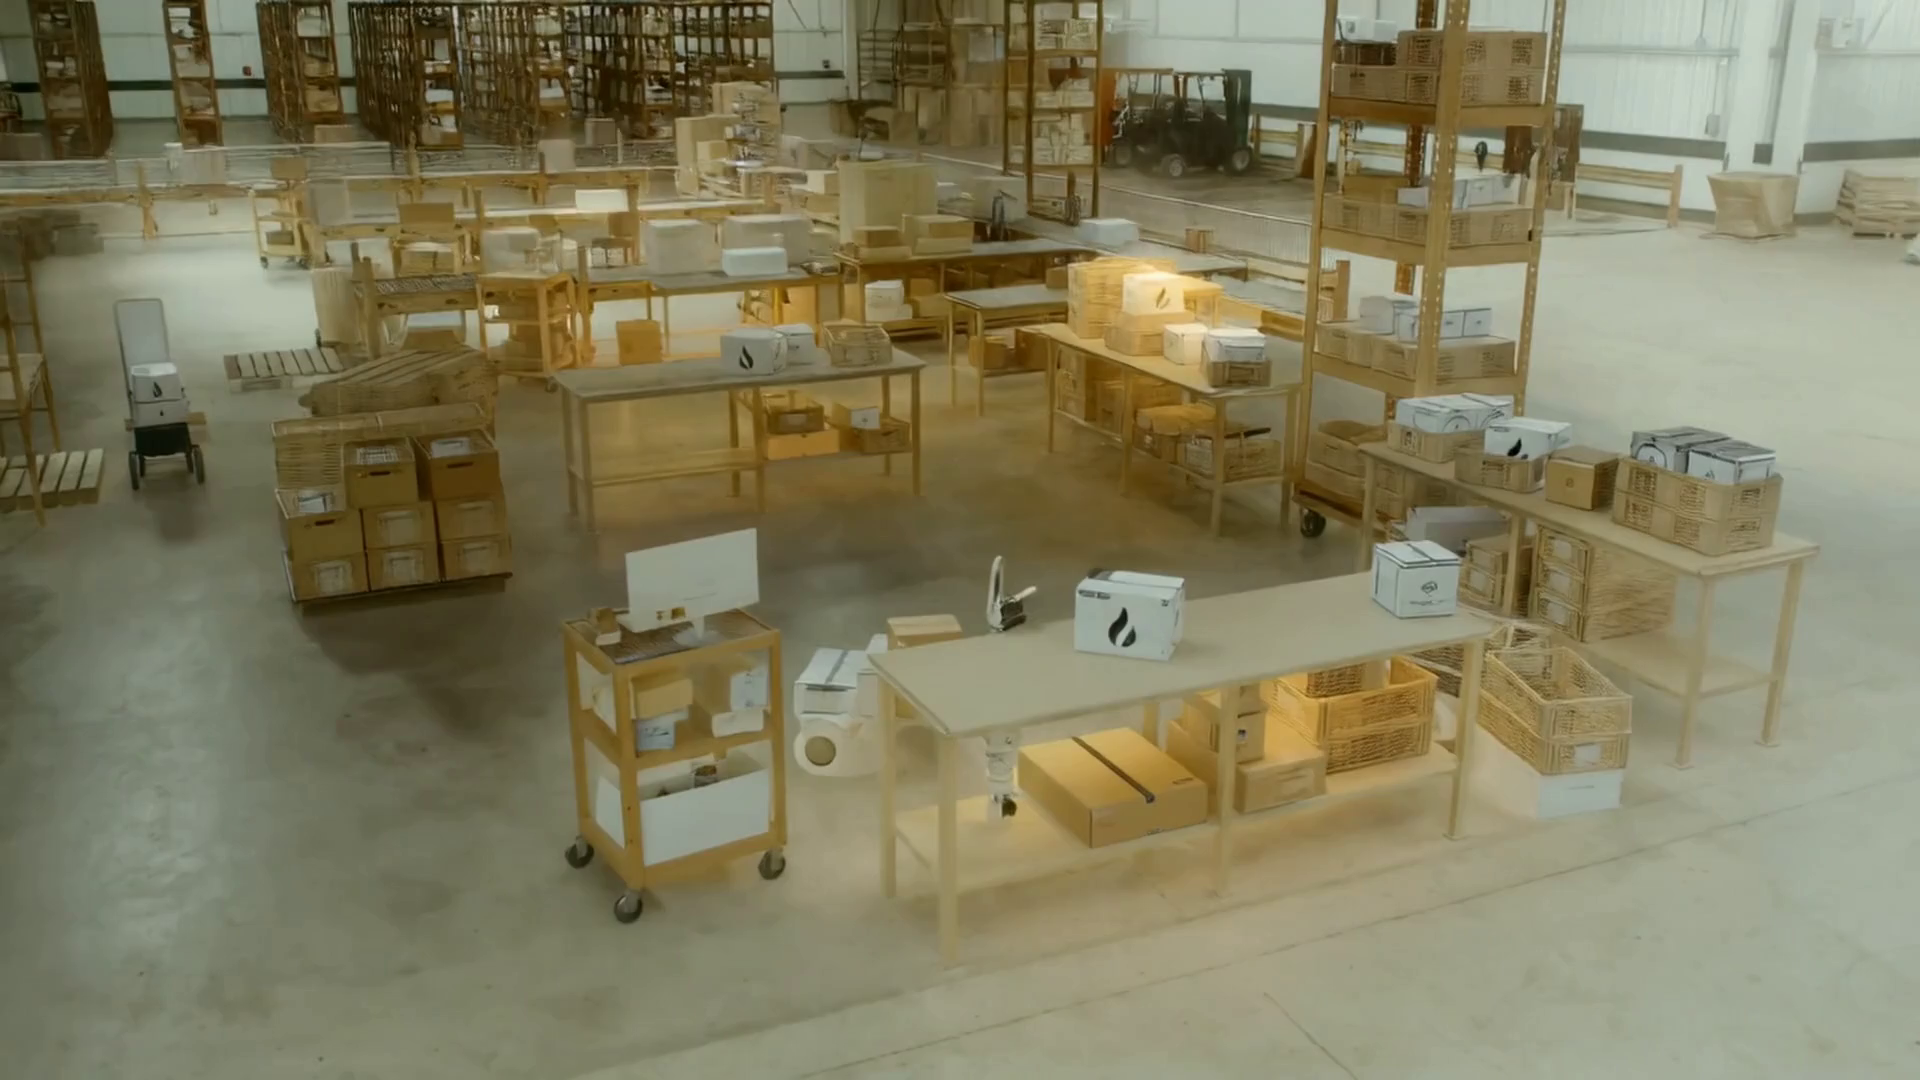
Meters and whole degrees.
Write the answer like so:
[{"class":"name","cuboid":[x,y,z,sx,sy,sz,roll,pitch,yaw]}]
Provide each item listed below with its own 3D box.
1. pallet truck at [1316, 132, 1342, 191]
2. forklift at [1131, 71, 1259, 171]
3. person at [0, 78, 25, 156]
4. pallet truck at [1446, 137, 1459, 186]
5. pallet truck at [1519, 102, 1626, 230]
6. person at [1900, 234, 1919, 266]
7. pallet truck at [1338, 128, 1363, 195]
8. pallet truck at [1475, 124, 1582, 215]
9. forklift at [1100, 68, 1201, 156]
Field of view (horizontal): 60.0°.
[{"class":"pallet truck","cuboid":[7.723,-7.504,32.656,1.601,1.201,0.680,-8,19,-23]},{"class":"forklift","cuboid":[4.998,-8.936,35.413,2.680,1.987,1.157,-9,20,-25]},{"class":"person","cuboid":[-22.980,-10.254,40.332,0.590,1.837,0.404,-2,18,-5]},{"class":"pallet truck","cuboid":[9.184,-6.485,29.328,1.630,1.274,0.653,-8,19,-23]},{"class":"pallet truck","cuboid":[9.972,-6.037,26.785,1.885,1.965,0.823,-9,20,-25]},{"class":"person","cuboid":[13.421,-4.603,22.532,1.008,1.843,0.704,10,20,29]},{"class":"pallet truck","cuboid":[7.845,-7.140,31.411,1.522,1.261,0.704,-9,20,-25]},{"class":"pallet truck","cuboid":[9.707,-6.455,28.103,1.885,1.965,0.823,-7,19,-20]},{"class":"forklift","cuboid":[4.082,-9.564,37.410,2.680,1.987,1.157,-8,19,-23]}]
